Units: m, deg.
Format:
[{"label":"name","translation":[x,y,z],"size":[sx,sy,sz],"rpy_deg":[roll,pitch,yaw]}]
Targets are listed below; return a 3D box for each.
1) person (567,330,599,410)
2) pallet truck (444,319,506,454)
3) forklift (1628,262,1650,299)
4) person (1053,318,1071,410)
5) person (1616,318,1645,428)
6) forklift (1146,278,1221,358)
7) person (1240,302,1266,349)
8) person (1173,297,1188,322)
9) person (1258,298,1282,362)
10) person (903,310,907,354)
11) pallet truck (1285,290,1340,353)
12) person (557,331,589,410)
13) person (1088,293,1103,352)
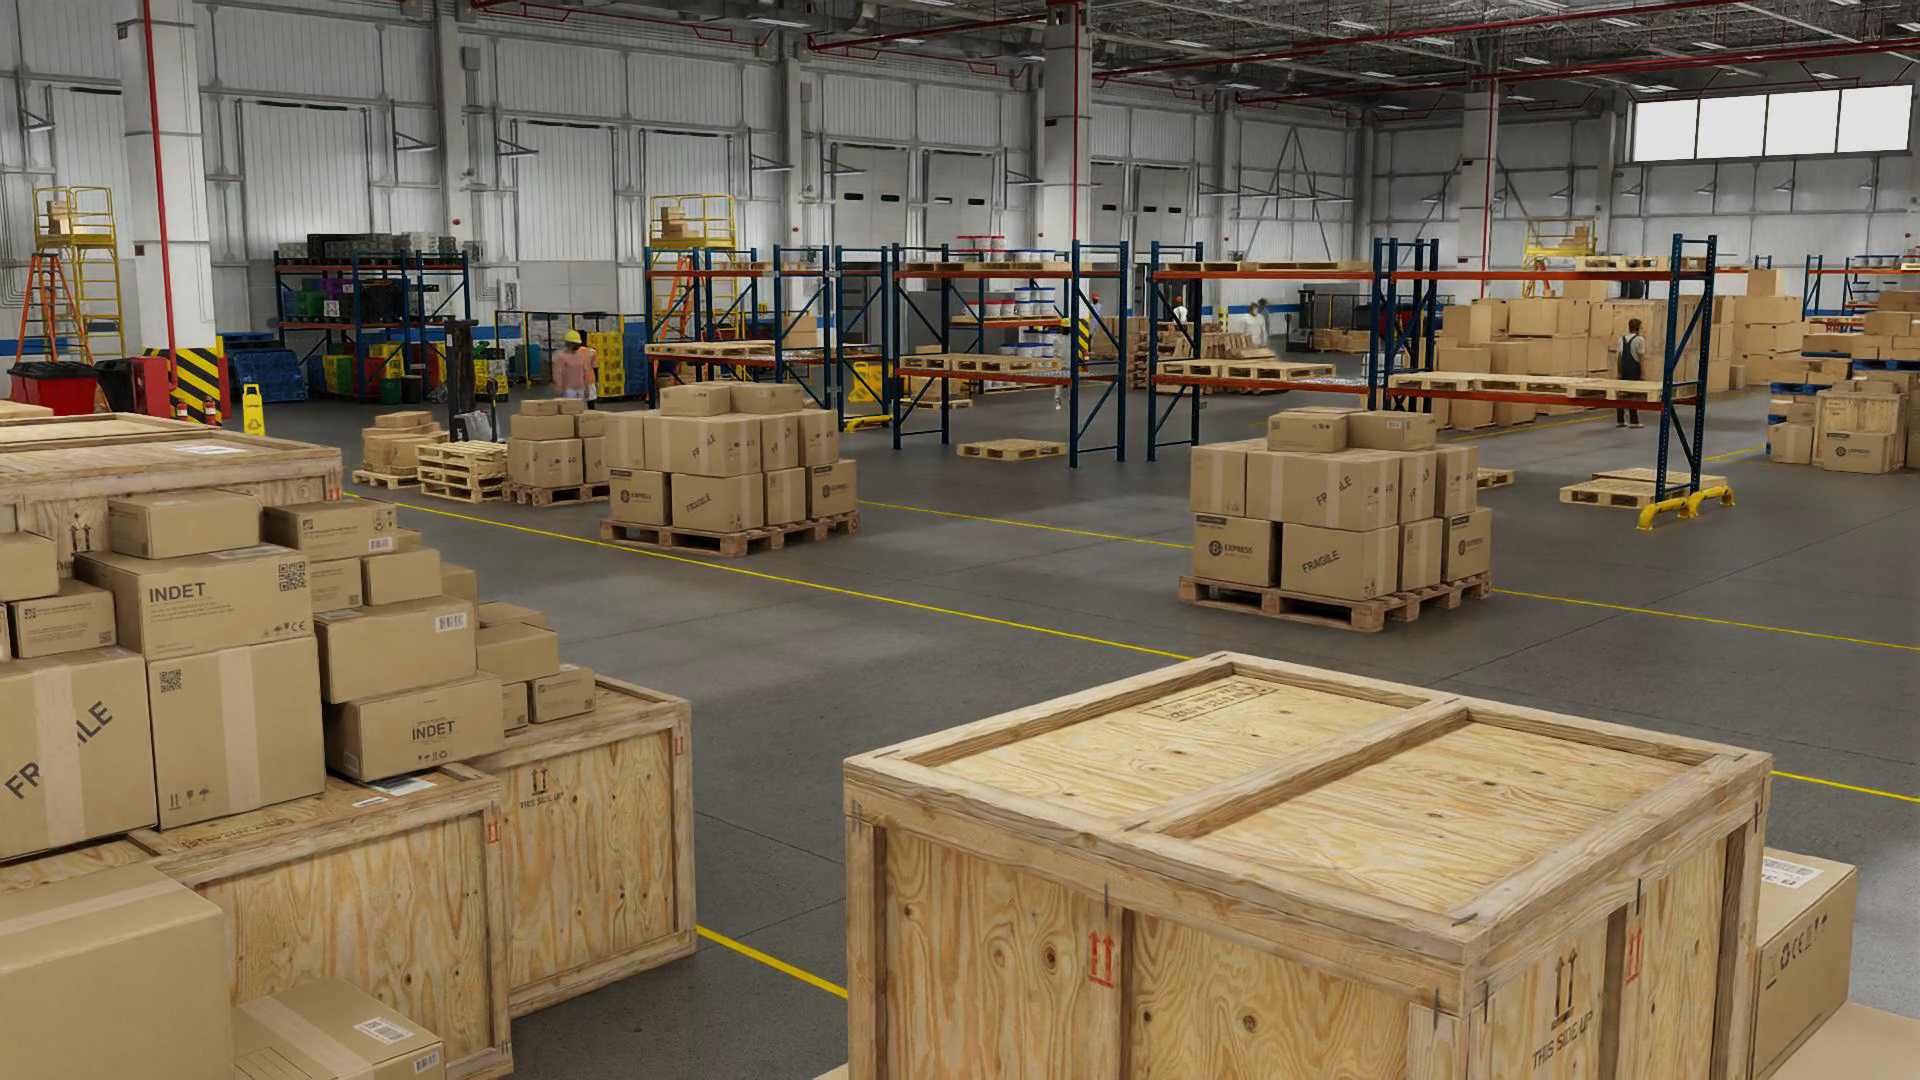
[{"label":"person","translation":[-6.004,-2.493,26.457],"size":[0.529,1.694,0.321],"rpy_deg":[-2,9,-10]},{"label":"pallet truck","translation":[-6.981,-1.942,22.150],"size":[1.885,1.965,0.823],"rpy_deg":[1,9,9]},{"label":"forklift","translation":[18.411,-6.160,45.311],"size":[1.873,2.768,1.129],"rpy_deg":[3,10,17]},{"label":"person","translation":[1.989,-3.317,31.387],"size":[0.484,1.737,0.322],"rpy_deg":[0,9,1]},{"label":"person","translation":[11.206,-2.779,27.773],"size":[0.345,1.839,0.506],"rpy_deg":[-6,11,-31]},{"label":"forklift","translation":[6.364,-6.425,46.939],"size":[1.873,2.768,1.129],"rpy_deg":[9,13,43]},{"label":"person","translation":[6.746,-4.554,38.478],"size":[0.643,1.905,0.967],"rpy_deg":[-3,10,-19]},{"label":"person","translation":[6.150,-5.867,46.566],"size":[0.349,1.882,0.577],"rpy_deg":[9,13,43]},{"label":"person","translation":[7.924,-5.319,43.113],"size":[0.785,1.916,0.639],"rpy_deg":[0,9,2]},{"label":"person","translation":[-1.216,-5.263,43.710],"size":[0.809,1.607,0.522],"rpy_deg":[-4,10,-21]},{"label":"pallet truck","translation":[11.297,-6.951,52.861],"size":[1.885,1.965,0.823],"rpy_deg":[-5,11,-29]},{"label":"person","translation":[-5.771,-2.241,24.753],"size":[0.678,1.749,0.535],"rpy_deg":[7,12,36]},{"label":"person","translation":[4.156,-6.652,51.257],"size":[0.553,1.928,0.398],"rpy_deg":[-4,10,-21]}]
